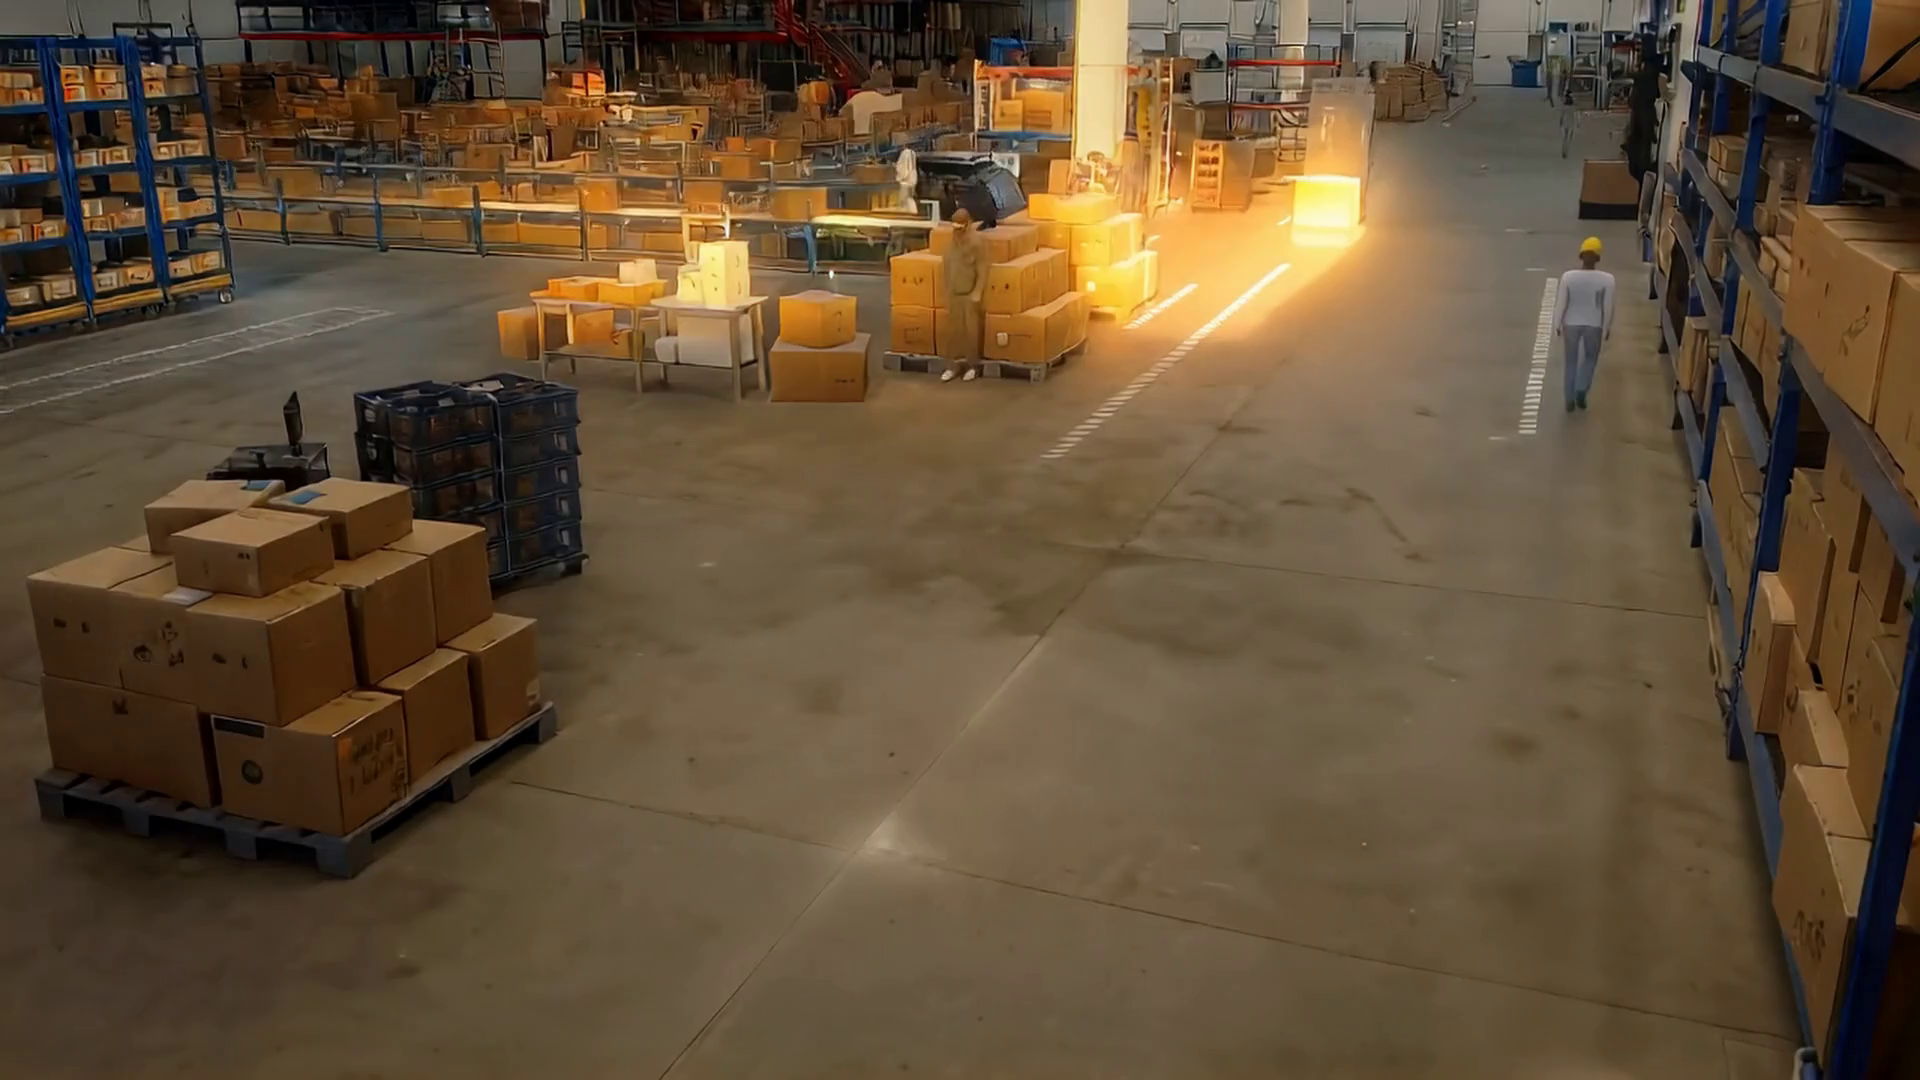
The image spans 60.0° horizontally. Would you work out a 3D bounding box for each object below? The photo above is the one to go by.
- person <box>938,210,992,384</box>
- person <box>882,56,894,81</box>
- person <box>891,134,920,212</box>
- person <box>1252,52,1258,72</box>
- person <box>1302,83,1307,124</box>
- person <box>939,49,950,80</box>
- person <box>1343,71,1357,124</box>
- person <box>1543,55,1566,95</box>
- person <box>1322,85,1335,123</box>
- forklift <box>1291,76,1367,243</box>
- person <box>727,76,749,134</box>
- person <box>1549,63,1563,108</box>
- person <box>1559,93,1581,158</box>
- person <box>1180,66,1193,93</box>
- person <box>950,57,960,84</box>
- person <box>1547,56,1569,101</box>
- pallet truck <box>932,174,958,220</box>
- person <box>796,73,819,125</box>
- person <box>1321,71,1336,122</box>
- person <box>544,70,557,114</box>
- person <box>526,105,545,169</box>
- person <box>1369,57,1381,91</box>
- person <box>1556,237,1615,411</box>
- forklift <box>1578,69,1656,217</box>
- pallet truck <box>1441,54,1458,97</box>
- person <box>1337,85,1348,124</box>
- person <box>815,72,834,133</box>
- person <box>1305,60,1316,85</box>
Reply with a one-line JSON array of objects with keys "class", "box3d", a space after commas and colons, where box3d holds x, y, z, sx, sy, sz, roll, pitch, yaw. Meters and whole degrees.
[{"class": "person", "box3d": [0.015, -2.631, 18.054, 0.633, 1.873, 0.742, 8, 19, 24]}, {"class": "person", "box3d": [-3.341, -21.398, 76.949, 0.568, 1.922, 0.411, -6, 19, -19]}, {"class": "person", "box3d": [-1.023, -6.557, 30.576, 0.967, 1.762, 0.615, 3, 18, 9]}, {"class": "person", "box3d": [15.811, -25.268, 89.216, 0.392, 1.851, 0.558, 14, 23, 38]}, {"class": "person", "box3d": [11.489, -14.790, 56.186, 0.392, 1.920, 0.587, -5, 18, -16]}, {"class": "person", "box3d": [-0.878, -27.520, 96.404, 0.986, 1.795, 0.531, -3, 18, -10]}, {"class": "person", "box3d": [13.508, -15.245, 57.586, 0.607, 1.940, 0.860, -13, 22, -35]}, {"class": "person", "box3d": [28.843, -22.444, 80.295, 1.021, 1.898, 0.637, 4, 18, 13]}, {"class": "person", "box3d": [11.721, -13.765, 53.012, 0.680, 1.889, 0.504, -12, 21, -33]}, {"class": "forklift", "box3d": [6.598, -6.755, 29.381, 1.129, 2.768, 1.873, 6, 19, 19]}, {"class": "person", "box3d": [-7.449, -14.301, 54.754, 1.015, 1.854, 0.638, 0, 18, 0]}, {"class": "person", "box3d": [24.972, -19.031, 69.676, 0.540, 1.818, 0.984, 7, 19, 21]}, {"class": "person", "box3d": [16.963, -11.517, 46.208, 0.525, 1.729, 0.865, 13, 22, 36]}, {"class": "person", "box3d": [8.461, -16.684, 62.109, 0.550, 1.935, 0.376, -10, 20, -28]}, {"class": "person", "box3d": [-0.196, -20.788, 75.037, 0.452, 1.907, 0.603, -7, 19, -21]}, {"class": "person", "box3d": [26.915, -20.715, 74.608, 0.918, 2.000, 0.702, -6, 19, -17]}, {"class": "pallet truck", "box3d": [-0.507, -5.292, 27.348, 0.653, 1.274, 1.630, 6, 19, 19]}, {"class": "person", "box3d": [-5.448, -15.618, 58.995, 0.915, 1.785, 0.628, 1, 18, 2]}, {"class": "person", "box3d": [12.127, -14.509, 55.184, 1.051, 1.990, 0.630, 7, 19, 20]}, {"class": "person", "box3d": [-15.916, -17.284, 64.350, 0.837, 1.702, 0.515, 6, 19, 19]}, {"class": "person", "box3d": [-10.826, -10.264, 42.447, 0.494, 1.624, 0.283, 5, 18, 15]}, {"class": "person", "box3d": [19.475, -21.712, 78.050, 0.778, 1.851, 0.594, -4, 18, -12]}, {"class": "person", "box3d": [6.287, -2.169, 16.786, 0.548, 1.751, 0.363, 8, 19, 24]}, {"class": "forklift", "box3d": [13.219, -7.740, 32.475, 1.873, 2.768, 1.129, 6, 19, 18]}, {"class": "pallet truck", "box3d": [22.765, -21.886, 78.355, 0.823, 1.965, 1.885, -4, 18, -14]}, {"class": "person", "box3d": [12.749, -14.494, 55.664, 0.552, 1.668, 0.592, 0, 18, 0]}, {"class": "person", "box3d": [-4.510, -14.518, 55.247, 0.630, 1.982, 0.428, 2, 18, 6]}, {"class": "person", "box3d": [17.714, -23.649, 84.136, 0.860, 1.858, 0.584, -14, 22, -37]}]
